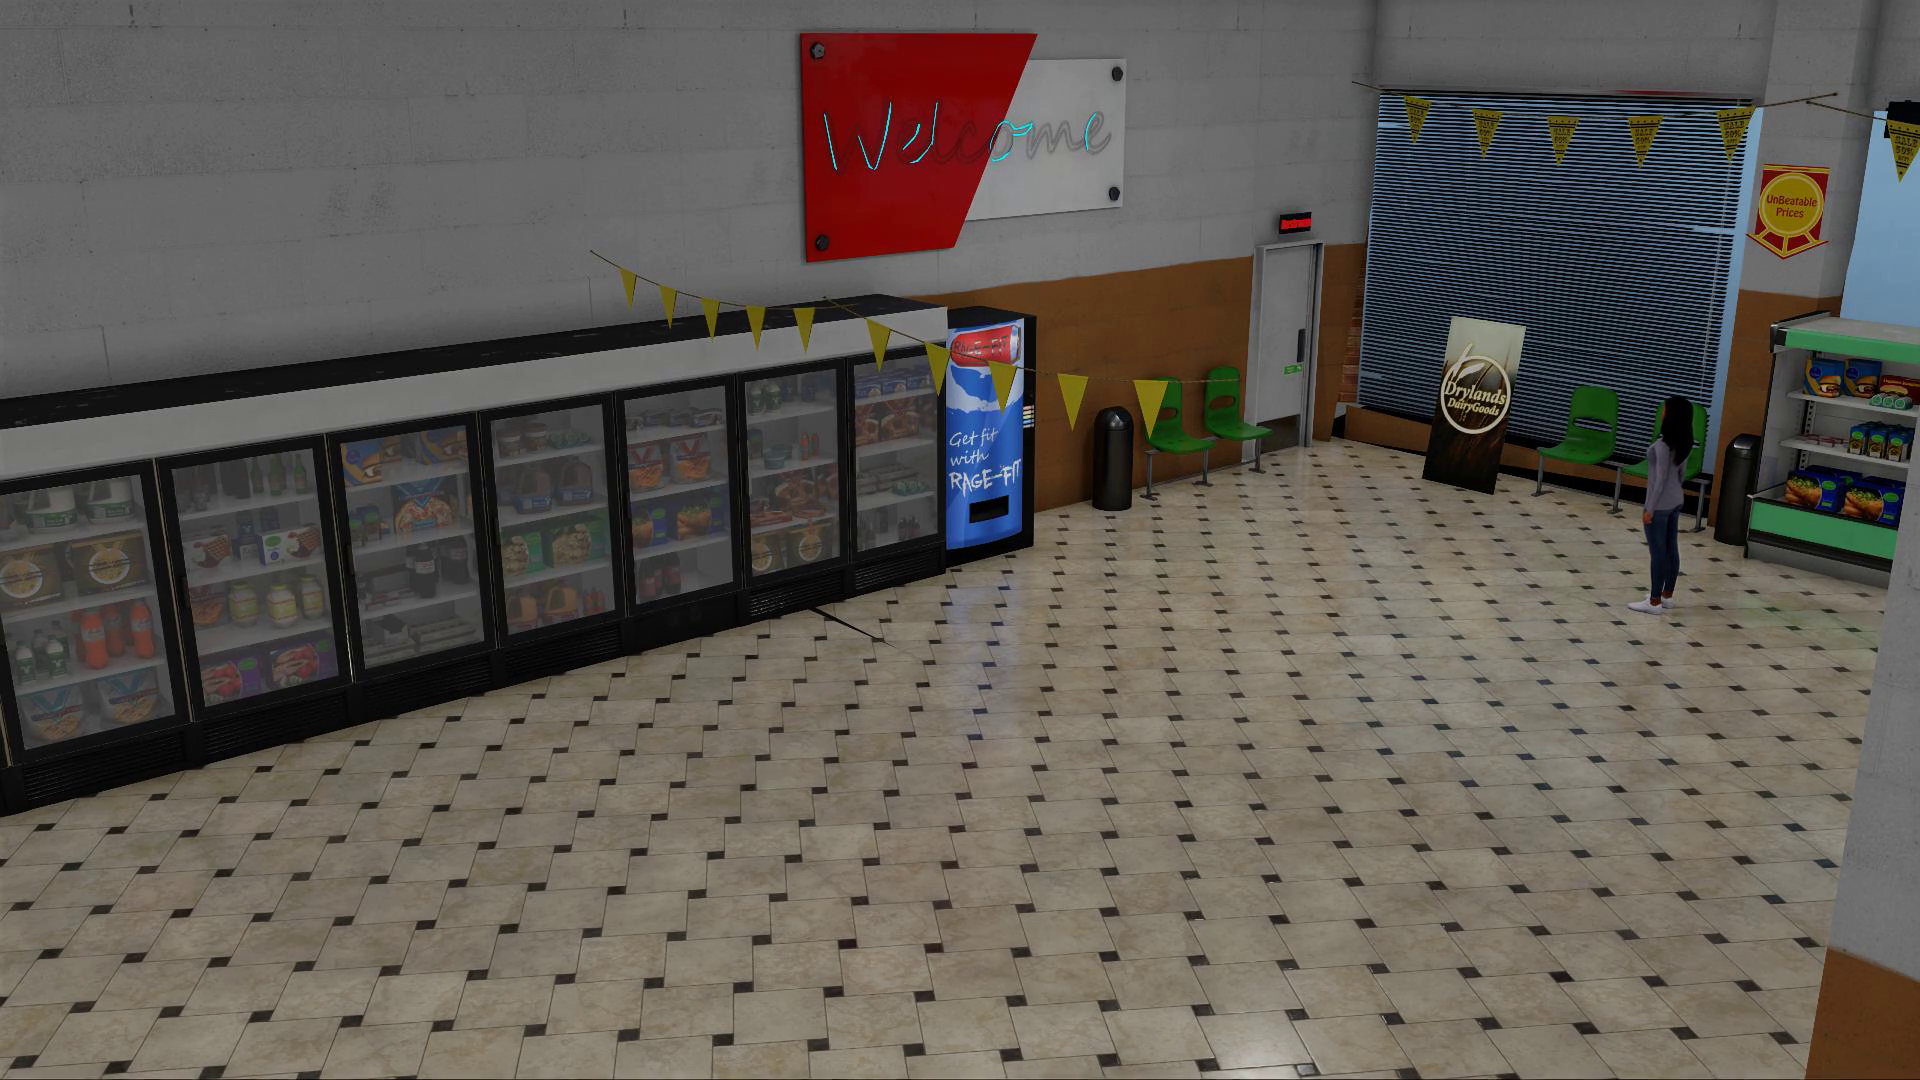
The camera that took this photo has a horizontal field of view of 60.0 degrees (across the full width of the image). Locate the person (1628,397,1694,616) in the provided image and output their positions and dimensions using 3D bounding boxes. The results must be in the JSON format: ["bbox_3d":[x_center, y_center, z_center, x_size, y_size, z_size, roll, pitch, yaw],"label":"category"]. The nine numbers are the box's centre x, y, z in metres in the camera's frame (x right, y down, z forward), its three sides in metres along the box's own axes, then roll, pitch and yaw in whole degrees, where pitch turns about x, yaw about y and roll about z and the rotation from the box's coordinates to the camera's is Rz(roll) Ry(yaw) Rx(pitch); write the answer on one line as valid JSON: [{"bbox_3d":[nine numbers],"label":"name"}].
[{"bbox_3d":[5.578,-0.277,13.139,0.602,1.735,0.502,-14,22,-38],"label":"person"}]
